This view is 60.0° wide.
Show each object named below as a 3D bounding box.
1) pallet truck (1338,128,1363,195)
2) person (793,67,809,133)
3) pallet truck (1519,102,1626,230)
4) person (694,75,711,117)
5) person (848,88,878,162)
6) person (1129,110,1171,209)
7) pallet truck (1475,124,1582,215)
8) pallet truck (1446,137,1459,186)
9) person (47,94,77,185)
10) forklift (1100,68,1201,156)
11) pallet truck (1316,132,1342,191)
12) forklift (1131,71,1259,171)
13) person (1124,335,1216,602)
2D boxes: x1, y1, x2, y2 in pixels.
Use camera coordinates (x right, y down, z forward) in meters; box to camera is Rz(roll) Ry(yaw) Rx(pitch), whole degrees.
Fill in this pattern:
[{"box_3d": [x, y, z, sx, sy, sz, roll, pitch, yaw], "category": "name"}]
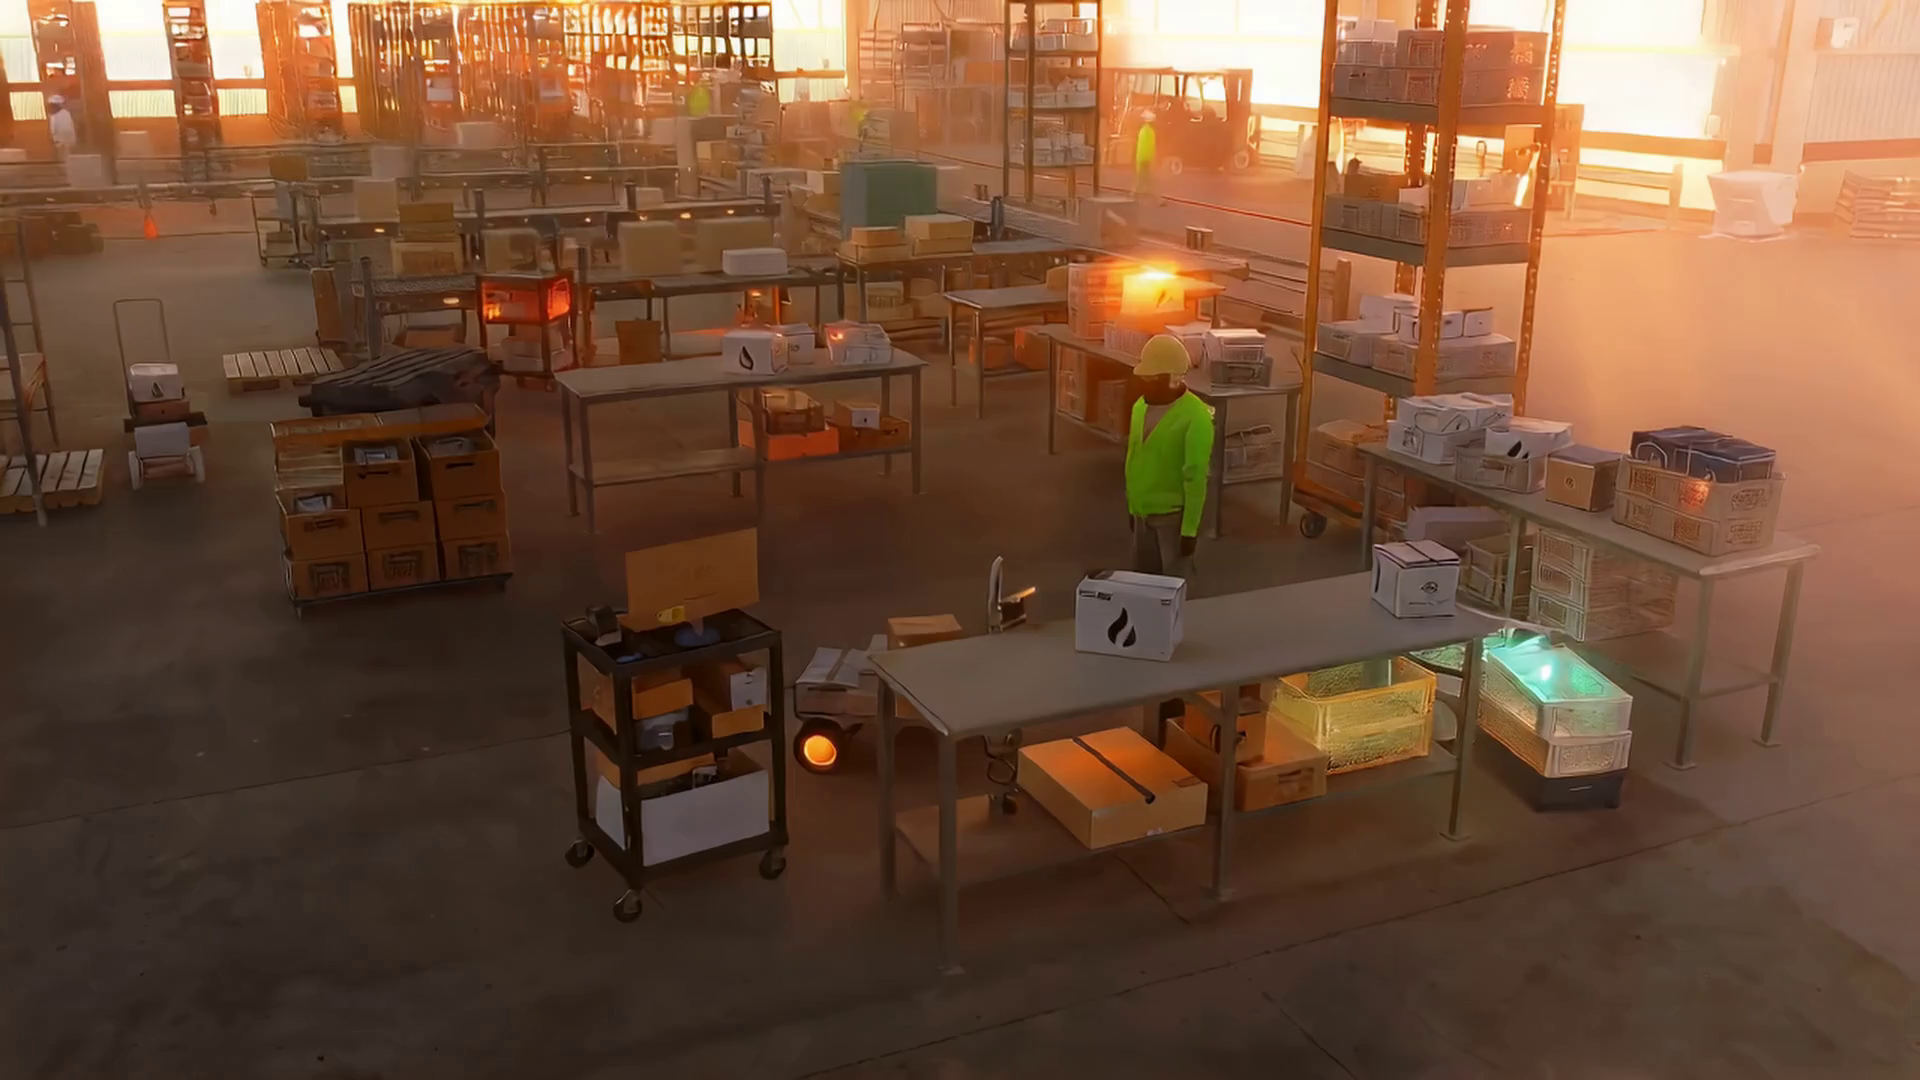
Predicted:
[{"box_3d": [7.845, -7.140, 31.411, 1.522, 1.261, 0.704, -9, 20, -25], "category": "pallet truck"}, {"box_3d": [-4.583, -12.713, 48.062, 0.390, 1.846, 0.565, 13, 22, 35], "category": "person"}, {"box_3d": [9.972, -6.037, 26.785, 1.885, 1.965, 0.823, -9, 20, -25], "category": "pallet truck"}, {"box_3d": [-6.064, -9.800, 38.682, 0.609, 1.979, 0.622, -1, 18, -4], "category": "person"}, {"box_3d": [-1.781, -7.440, 31.184, 0.617, 2.016, 0.870, -11, 21, -31], "category": "person"}, {"box_3d": [3.351, -6.684, 29.280, 0.919, 1.719, 0.546, 10, 20, 28], "category": "person"}, {"box_3d": [9.707, -6.455, 28.103, 1.885, 1.965, 0.823, -7, 19, -20], "category": "pallet truck"}, {"box_3d": [9.184, -6.485, 29.328, 1.630, 1.274, 0.653, -8, 19, -23], "category": "pallet truck"}, {"box_3d": [-17.776, -7.865, 32.850, 0.689, 1.807, 0.591, -15, 23, -40], "category": "person"}, {"box_3d": [4.082, -9.564, 37.410, 2.680, 1.987, 1.157, -8, 19, -23], "category": "forklift"}, {"box_3d": [7.723, -7.504, 32.656, 1.601, 1.201, 0.680, -8, 19, -23], "category": "pallet truck"}, {"box_3d": [4.998, -8.936, 35.413, 2.680, 1.987, 1.157, -9, 20, -25], "category": "forklift"}, {"box_3d": [1.038, -0.147, 8.523, 0.404, 1.824, 0.586, -10, 20, -28], "category": "person"}]
